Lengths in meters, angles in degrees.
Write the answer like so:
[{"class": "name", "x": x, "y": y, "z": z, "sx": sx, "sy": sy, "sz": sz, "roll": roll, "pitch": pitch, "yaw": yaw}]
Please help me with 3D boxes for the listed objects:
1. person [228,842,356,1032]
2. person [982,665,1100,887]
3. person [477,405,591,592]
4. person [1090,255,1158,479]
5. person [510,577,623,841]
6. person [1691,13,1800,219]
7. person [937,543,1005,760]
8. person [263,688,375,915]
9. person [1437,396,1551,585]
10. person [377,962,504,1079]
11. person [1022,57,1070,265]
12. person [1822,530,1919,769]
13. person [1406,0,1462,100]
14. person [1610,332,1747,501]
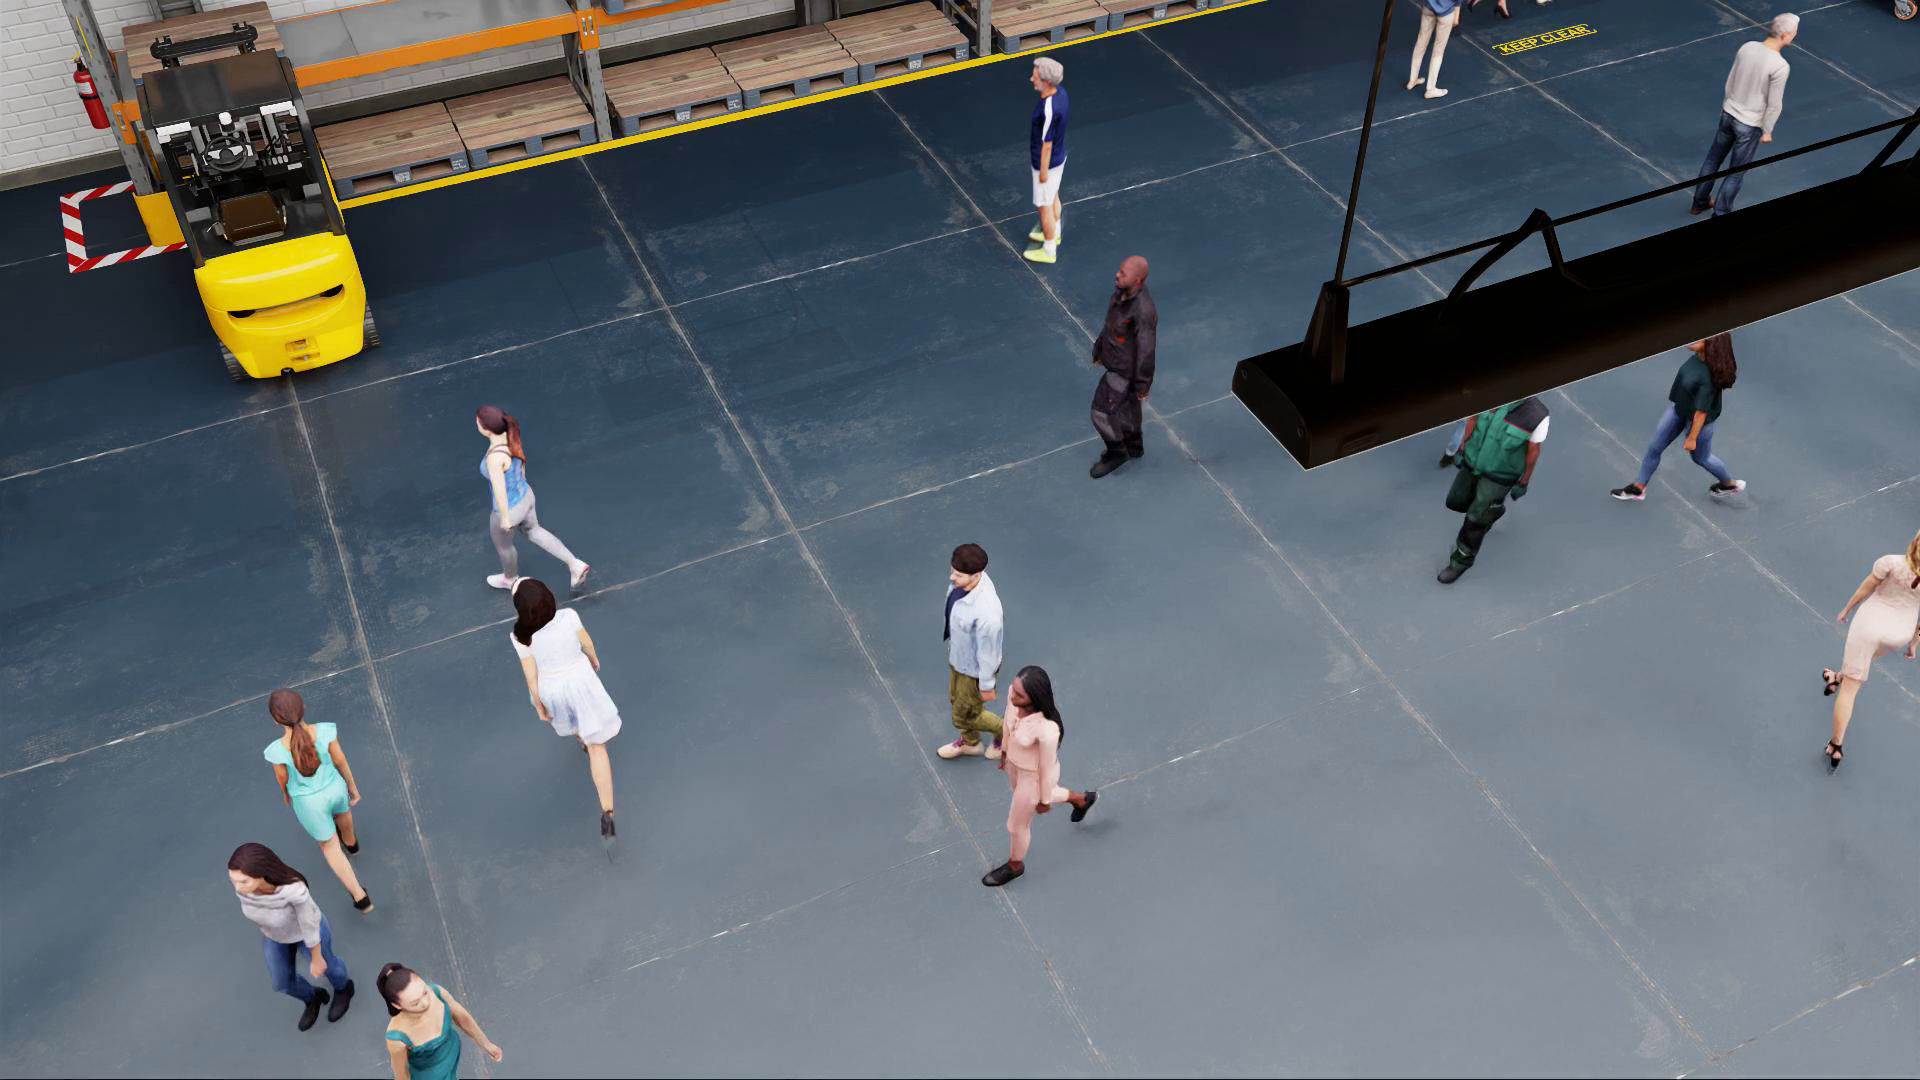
[{"class": "person", "x": -3.382, "y": 1.963, "z": 8.602, "sx": 0.711, "sy": 1.614, "sz": 0.783, "roll": 10, "pitch": 45, "yaw": 11}, {"class": "person", "x": 0.473, "y": 1.271, "z": 9.267, "sx": 1.031, "sy": 1.697, "sz": 0.647, "roll": -20, "pitch": 47, "yaw": -20}, {"class": "person", "x": -2.873, "y": -0.230, "z": 10.922, "sx": 1.053, "sy": 1.589, "sz": 0.935, "roll": 9, "pitch": 44, "yaw": 9}, {"class": "person", "x": 1.277, "y": -1.271, "z": 11.854, "sx": 0.814, "sy": 1.811, "sz": 0.799, "roll": -5, "pitch": 44, "yaw": -5}, {"class": "person", "x": -2.218, "y": 0.964, "z": 9.546, "sx": 1.174, "sy": 1.759, "sz": 0.782, "roll": -11, "pitch": 45, "yaw": -12}, {"class": "person", "x": 6.703, "y": -3.584, "z": 14.218, "sx": 0.621, "sy": 1.899, "sz": 0.732, "roll": -15, "pitch": 46, "yaw": -16}, {"class": "person", "x": 0.168, "y": 0.694, "z": 9.800, "sx": 0.857, "sy": 1.798, "sz": 0.799, "roll": -10, "pitch": 44, "yaw": -10}, {"class": "person", "x": -3.520, "y": 1.449, "z": 9.200, "sx": 0.999, "sy": 1.532, "sz": 0.773, "roll": -30, "pitch": 51, "yaw": -27}, {"class": "person", "x": 3.571, "y": -0.517, "z": 11.051, "sx": 1.030, "sy": 1.827, "sz": 0.845, "roll": -30, "pitch": 51, "yaw": -28}, {"class": "person", "x": -2.582, "y": 2.516, "z": 8.010, "sx": 1.076, "sy": 1.630, "sz": 0.996, "roll": 13, "pitch": 45, "yaw": 13}, {"class": "person", "x": 0.736, "y": -3.168, "z": 13.829, "sx": 0.736, "sy": 1.833, "sz": 0.713, "roll": 7, "pitch": 44, "yaw": 7}, {"class": "person", "x": 5.454, "y": 0.624, "z": 9.886, "sx": 1.063, "sy": 1.780, "sz": 1.098, "roll": 13, "pitch": 45, "yaw": 13}, {"class": "person", "x": 4.589, "y": -5.080, "z": 15.935, "sx": 0.609, "sy": 1.696, "sz": 0.644, "roll": -24, "pitch": 49, "yaw": -24}, {"class": "person", "x": 5.197, "y": -0.844, "z": 11.587, "sx": 1.196, "sy": 1.561, "sz": 0.952, "roll": 3, "pitch": 44, "yaw": 4}]
